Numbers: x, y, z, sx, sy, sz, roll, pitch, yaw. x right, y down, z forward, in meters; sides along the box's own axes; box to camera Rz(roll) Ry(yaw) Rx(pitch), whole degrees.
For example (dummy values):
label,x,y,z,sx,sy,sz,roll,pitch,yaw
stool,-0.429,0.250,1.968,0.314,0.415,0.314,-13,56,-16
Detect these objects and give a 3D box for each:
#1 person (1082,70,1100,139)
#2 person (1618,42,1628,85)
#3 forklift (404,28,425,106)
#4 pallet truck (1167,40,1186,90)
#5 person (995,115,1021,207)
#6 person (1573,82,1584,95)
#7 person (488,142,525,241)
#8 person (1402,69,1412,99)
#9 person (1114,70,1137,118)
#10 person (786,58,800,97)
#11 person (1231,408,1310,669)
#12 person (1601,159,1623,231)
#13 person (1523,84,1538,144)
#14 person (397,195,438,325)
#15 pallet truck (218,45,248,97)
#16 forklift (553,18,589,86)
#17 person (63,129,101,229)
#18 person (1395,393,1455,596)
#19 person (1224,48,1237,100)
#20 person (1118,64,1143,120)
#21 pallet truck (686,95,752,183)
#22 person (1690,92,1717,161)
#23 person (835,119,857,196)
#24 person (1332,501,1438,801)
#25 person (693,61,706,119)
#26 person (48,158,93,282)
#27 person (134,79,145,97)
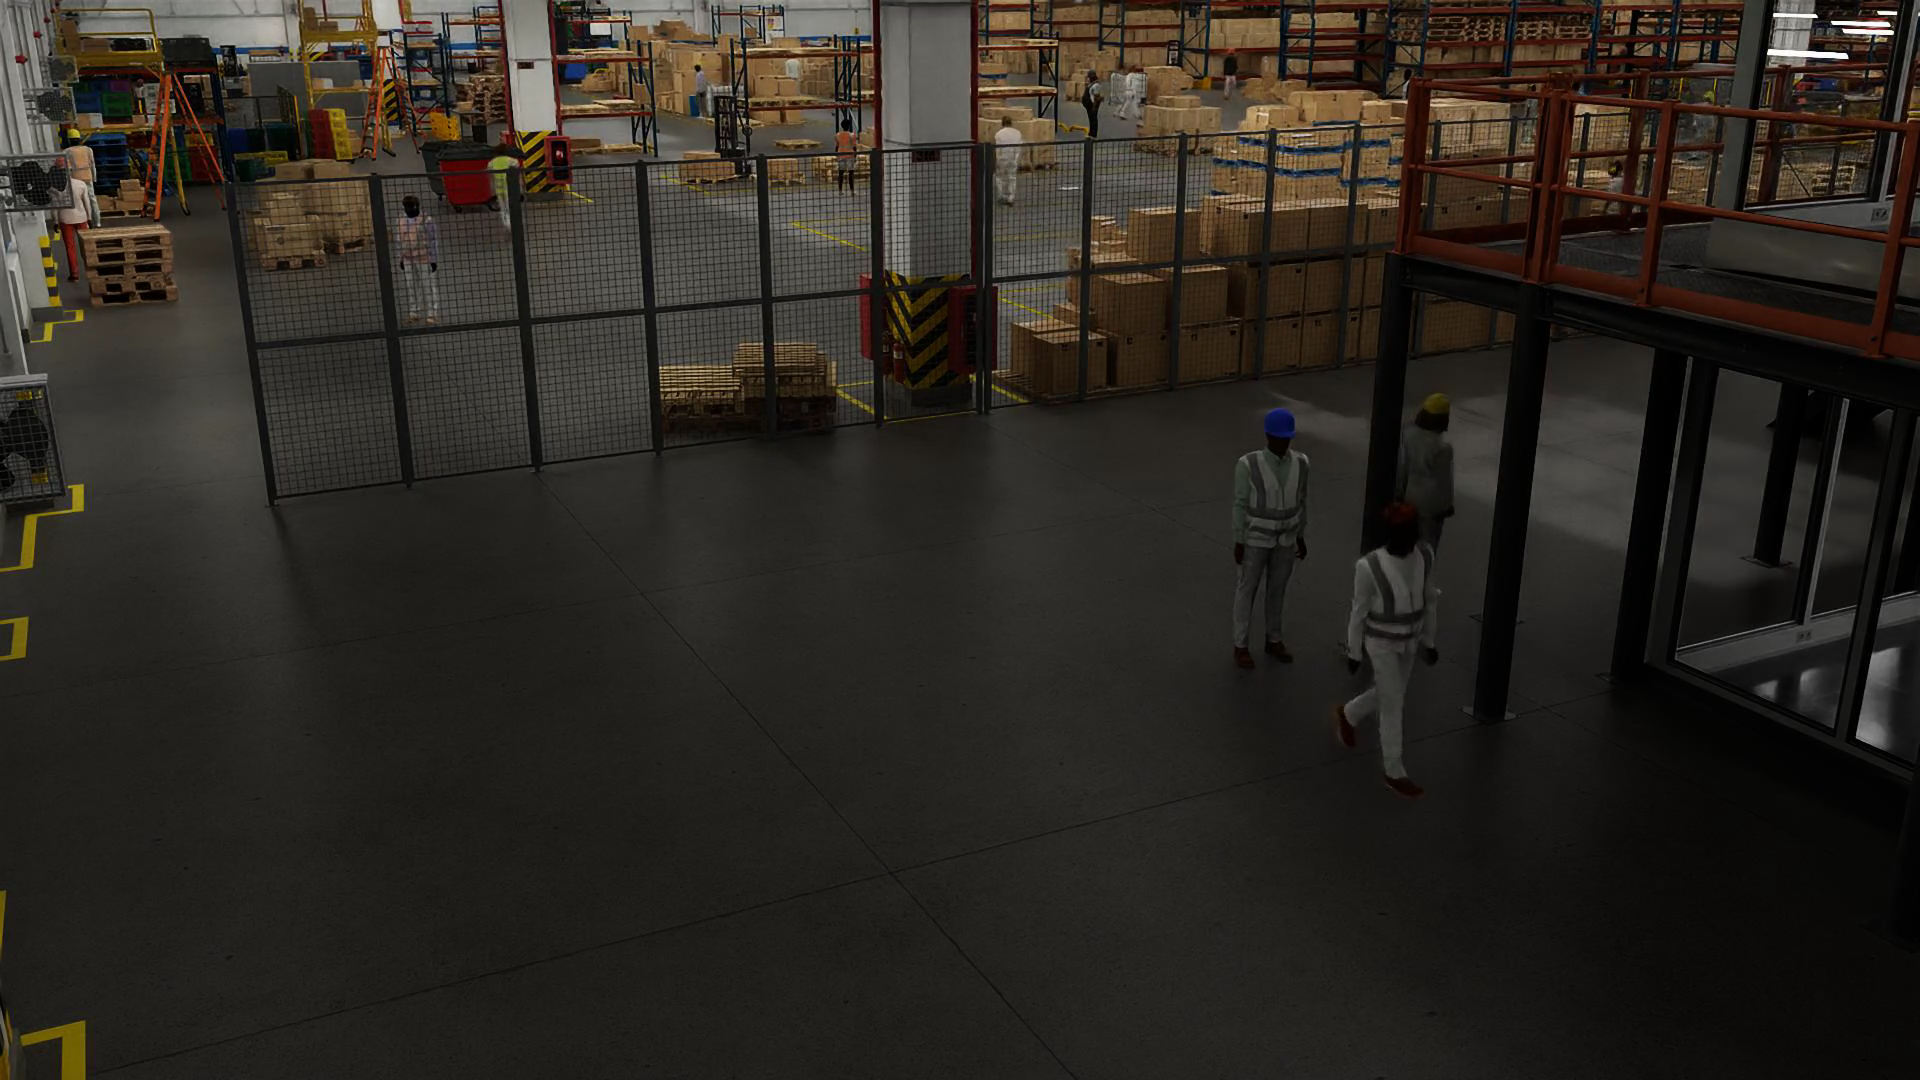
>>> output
label,x,y,z,sx,sy,sz,roll,pitch,yaw
person,3.890,-12.931,49.422,0.535,2.000,0.673,-2,19,-7
person,28.801,-20.597,71.946,0.429,1.841,0.634,-14,24,-36
forklift,-19.747,-17.124,60.310,1.873,2.768,1.129,5,20,14
pallet truck,9.045,-19.971,69.895,0.823,1.965,1.885,-3,19,-8
person,1.001,-8.148,35.726,0.626,1.921,0.584,-8,21,-23
person,18.460,-12.934,50.015,0.533,1.643,0.888,-5,20,-14
person,-8.475,-6.498,31.094,0.647,1.828,0.523,3,19,8
person,13.850,-13.589,51.514,0.376,1.917,0.599,2,19,6
person,5.691,-15.194,56.653,0.893,1.589,0.519,0,19,-1
person,-6.228,-17.165,61.848,0.627,1.940,0.370,-18,26,-41
person,2.263,-0.023,12.142,0.604,1.949,0.389,-6,20,-18
person,11.146,-5.538,28.303,0.761,1.838,0.533,10,21,27
person,15.668,-11.589,45.789,0.521,1.873,0.335,-17,25,-41
person,-7.790,-4.019,23.888,0.624,1.845,0.430,6,20,16
pallet truck,-28.879,-18.665,66.111,0.823,1.965,1.885,-3,19,-9
forklift,-17.169,-21.142,71.956,1.873,2.768,1.129,-9,21,-25
person,-17.215,-7.065,32.588,0.362,1.928,0.587,14,24,35
person,3.736,-0.340,13.400,0.429,1.722,0.492,-11,22,-28
person,10.403,-17.900,63.925,0.613,1.973,0.602,-8,20,-21
person,5.715,-14.982,55.686,0.907,1.844,0.569,-8,21,-23
pallet truck,-5.836,-9.608,39.856,0.823,1.965,1.885,10,22,27
person,19.807,-10.958,44.089,0.917,1.786,0.614,-4,19,-11
person,-2.563,-8.613,37.442,0.535,1.692,0.321,6,20,16
person,2.664,0.623,10.424,0.576,1.859,0.878,-11,22,-29
person,-8.822,-15.265,56.408,0.444,1.895,0.636,-6,20,-16
person,-14.482,-5.218,27.133,0.622,1.994,0.381,-18,26,-42
person,-25.263,-13.414,51.442,0.527,1.631,0.319,7,20,19
